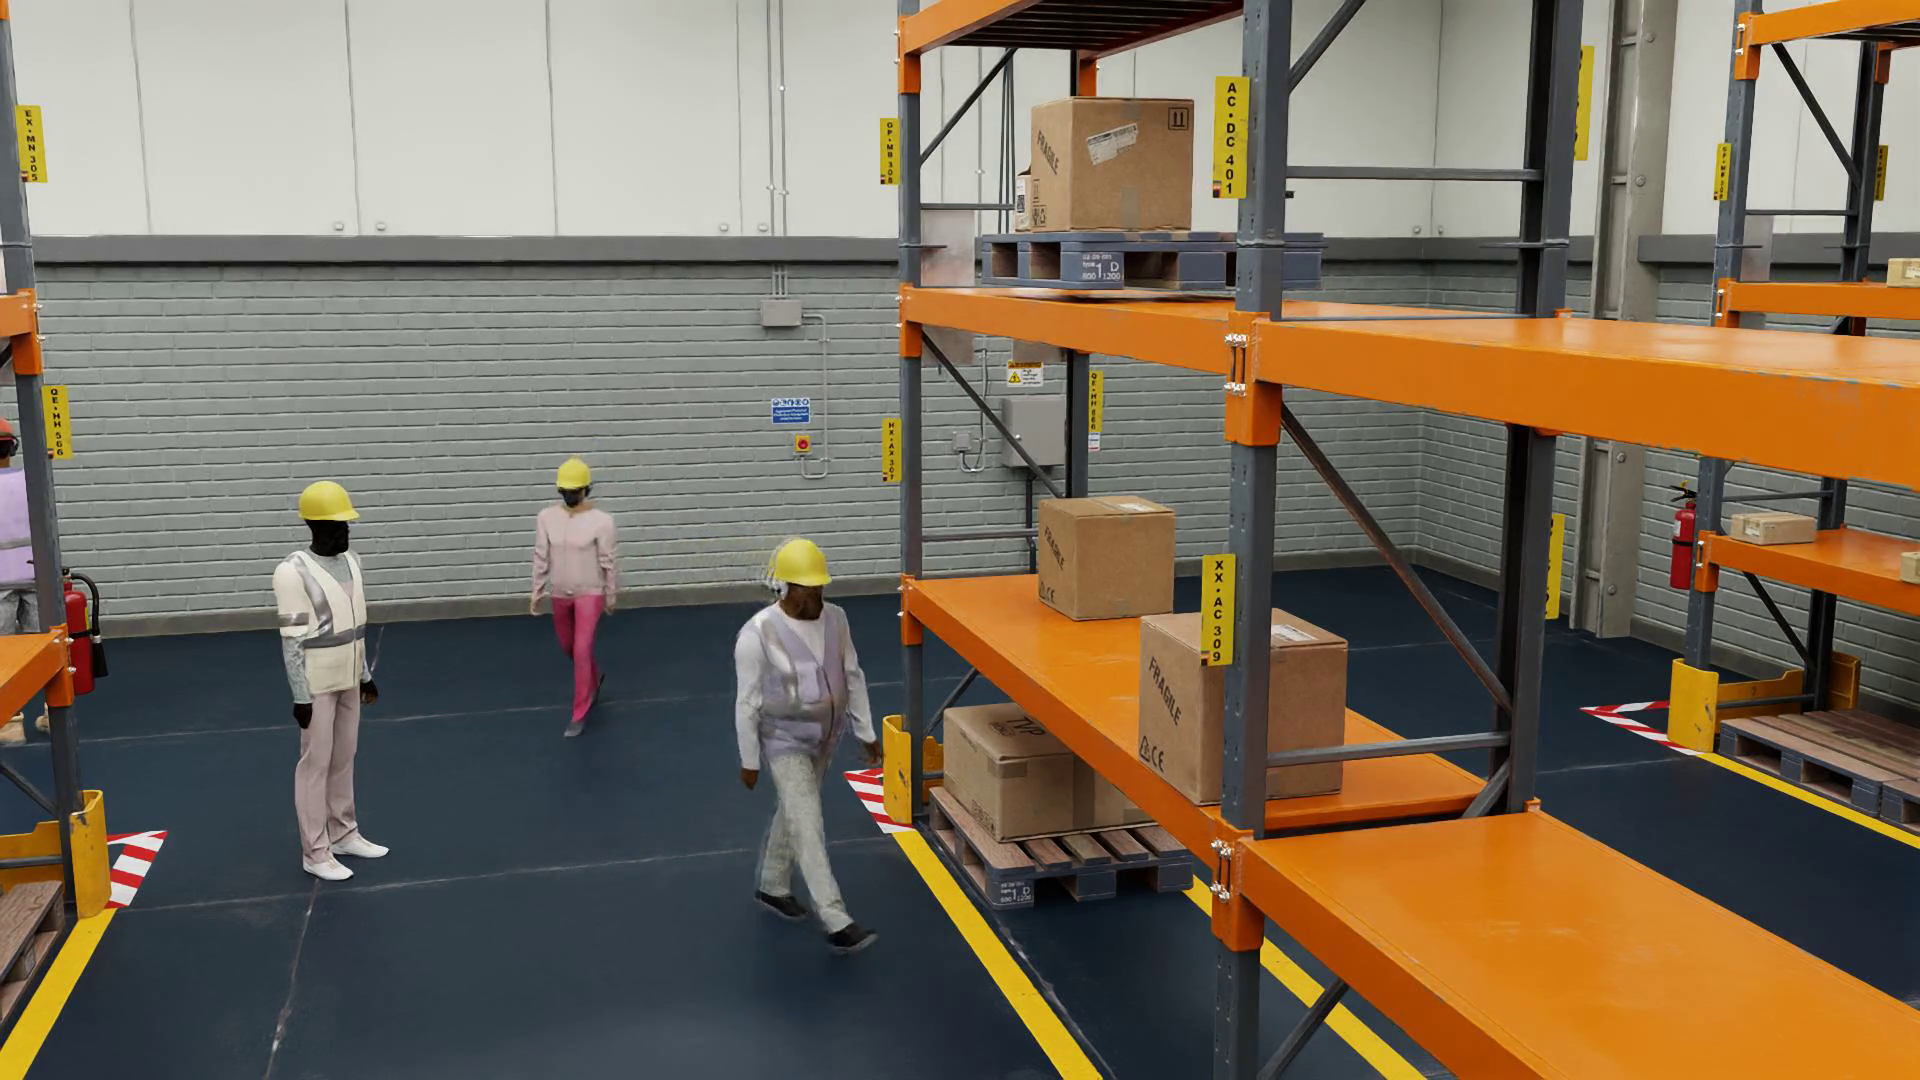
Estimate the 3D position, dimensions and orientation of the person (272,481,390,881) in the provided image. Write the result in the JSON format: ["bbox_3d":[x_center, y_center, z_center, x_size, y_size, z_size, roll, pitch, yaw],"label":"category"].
[{"bbox_3d":[-3.048,0.668,8.084,0.371,1.929,0.585,2,10,13],"label":"person"}]

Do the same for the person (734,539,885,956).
[{"bbox_3d":[-0.627,0.881,7.259,0.910,1.781,0.606,8,13,40],"label":"person"}]

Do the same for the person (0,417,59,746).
[{"bbox_3d":[-5.828,0.242,10.190,0.384,2.043,0.605,6,12,32],"label":"person"}]

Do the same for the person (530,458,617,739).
[{"bbox_3d":[-2.414,0.320,10.614,0.518,1.739,0.812,2,10,13],"label":"person"}]
